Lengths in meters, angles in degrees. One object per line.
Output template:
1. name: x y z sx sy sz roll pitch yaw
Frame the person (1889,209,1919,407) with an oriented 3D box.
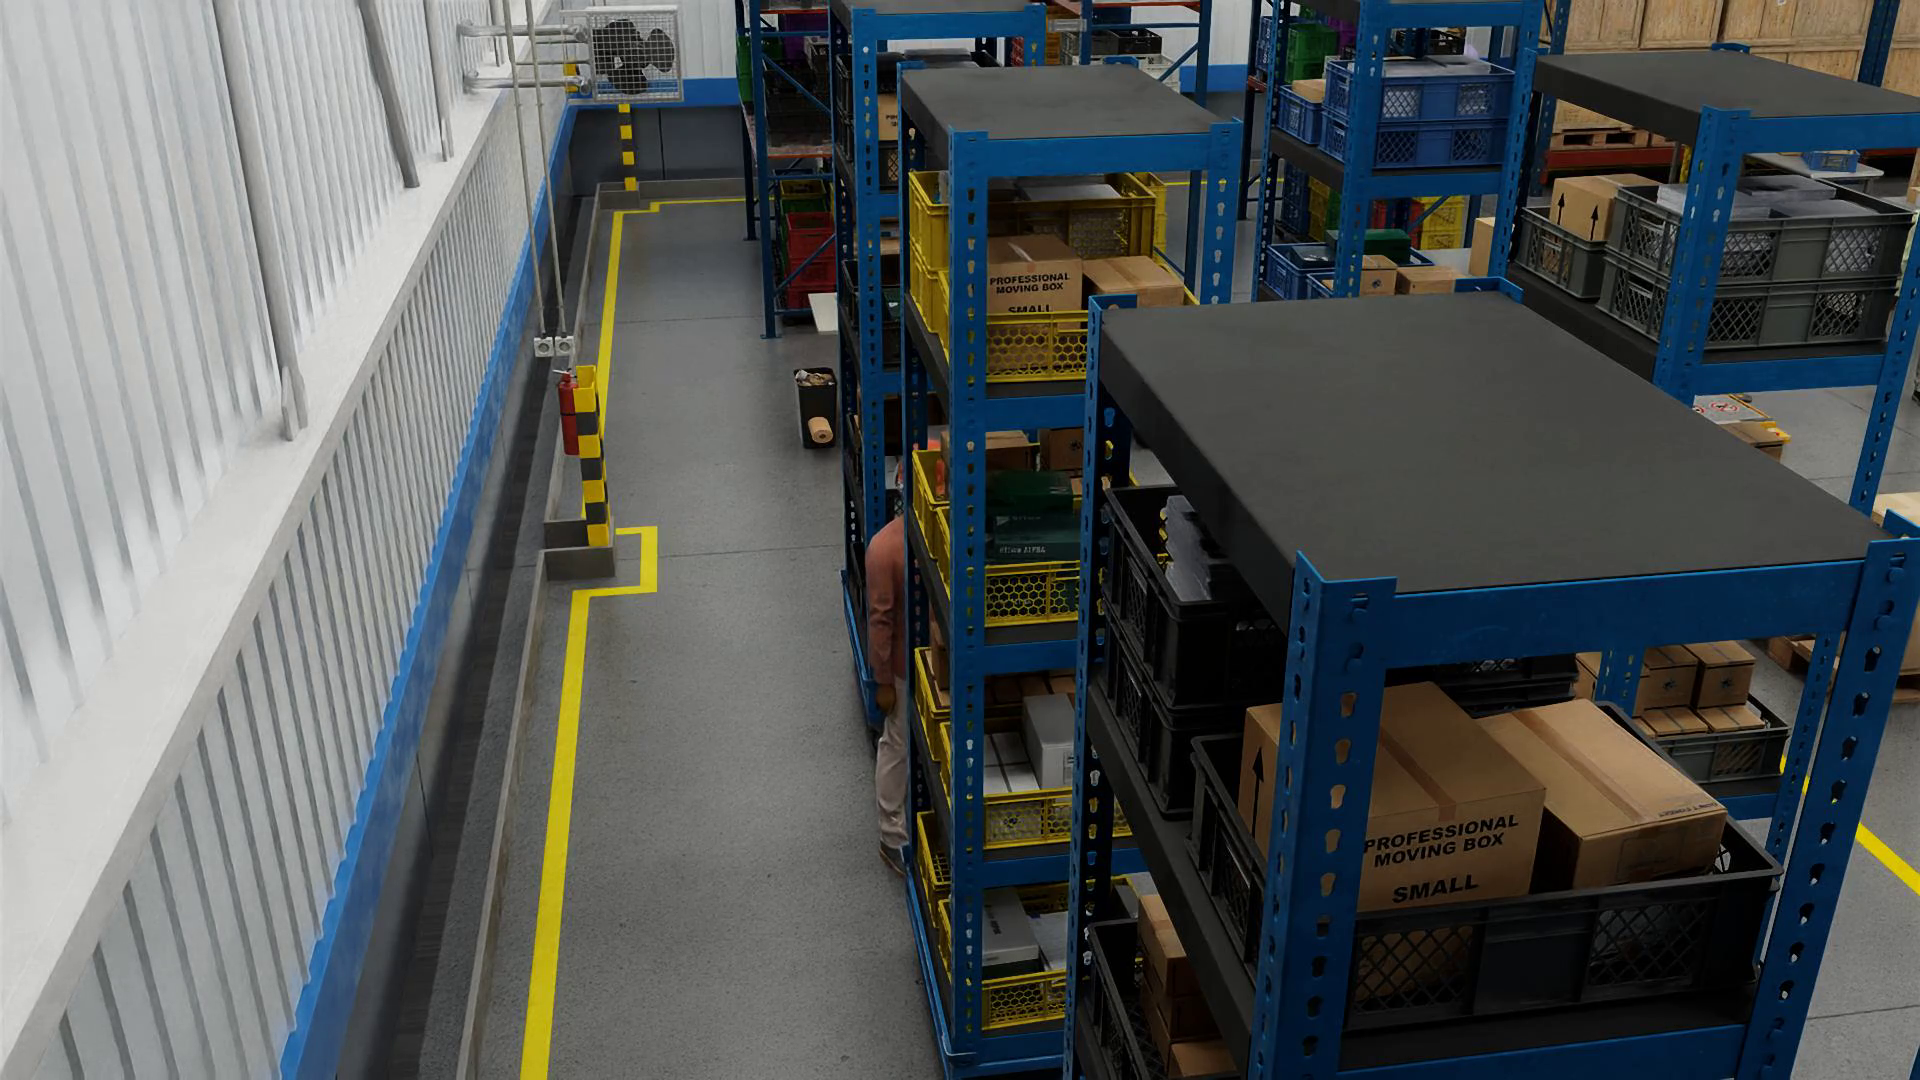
1. person: 7.319 -1.880 12.500 0.599 1.827 0.403 5 25 11

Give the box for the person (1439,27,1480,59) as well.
1. person: 5.684 -5.064 19.306 0.374 1.933 0.625 -16 29 -31

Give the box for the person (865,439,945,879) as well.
1. person: -0.141 0.497 7.137 0.393 1.995 0.612 20 31 36
